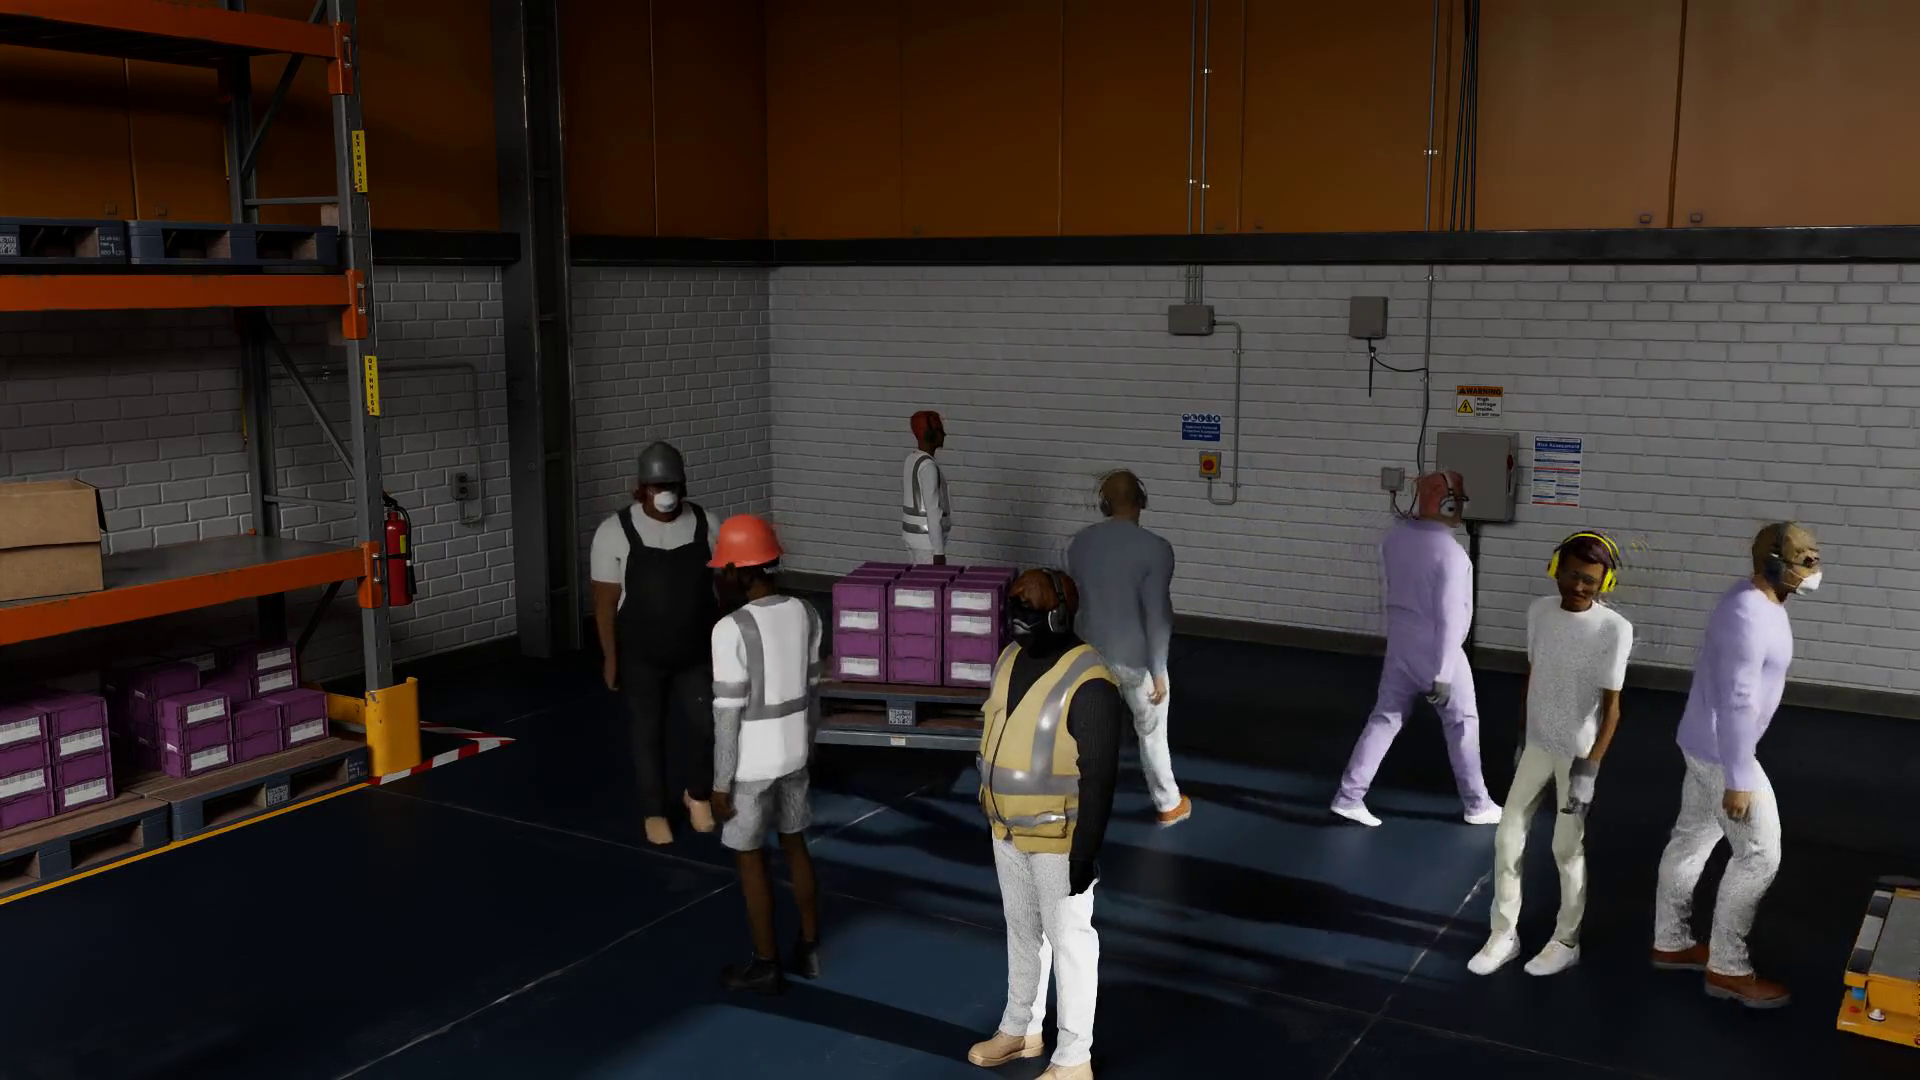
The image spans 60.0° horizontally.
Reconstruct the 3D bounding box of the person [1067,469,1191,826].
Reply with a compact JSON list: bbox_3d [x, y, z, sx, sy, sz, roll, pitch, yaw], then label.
[{"bbox_3d":[0.780,0.589,8.285,0.654,1.880,1.047,8,12,41],"label":"person"}]

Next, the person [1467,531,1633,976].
[{"bbox_3d":[2.354,0.869,6.598,0.582,1.844,0.534,-6,11,-31],"label":"person"}]

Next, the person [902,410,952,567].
[{"bbox_3d":[-0.223,0.029,11.728,0.355,1.885,0.575,-3,10,-17],"label":"person"}]

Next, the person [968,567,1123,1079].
[{"bbox_3d":[0.282,1.004,5.777,0.429,1.844,0.627,-6,11,-33],"label":"person"}]

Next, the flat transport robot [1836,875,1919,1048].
[{"bbox_3d":[3.907,1.665,6.538,0.652,0.197,1.431,6,11,34],"label":"flat transport robot"}]

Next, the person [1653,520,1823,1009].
[{"bbox_3d":[3.050,0.860,6.498,0.579,1.908,0.628,5,10,26],"label":"person"}]

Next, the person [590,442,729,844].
[{"bbox_3d":[-1.463,0.509,8.243,0.699,2.000,0.538,-3,10,-19],"label":"person"}]

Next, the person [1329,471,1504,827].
[{"bbox_3d":[2.365,0.567,8.451,0.985,1.867,0.636,-4,10,-21],"label":"person"}]

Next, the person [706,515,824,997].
[{"bbox_3d":[-0.744,0.853,6.552,0.352,1.919,0.655,7,12,39],"label":"person"}]
